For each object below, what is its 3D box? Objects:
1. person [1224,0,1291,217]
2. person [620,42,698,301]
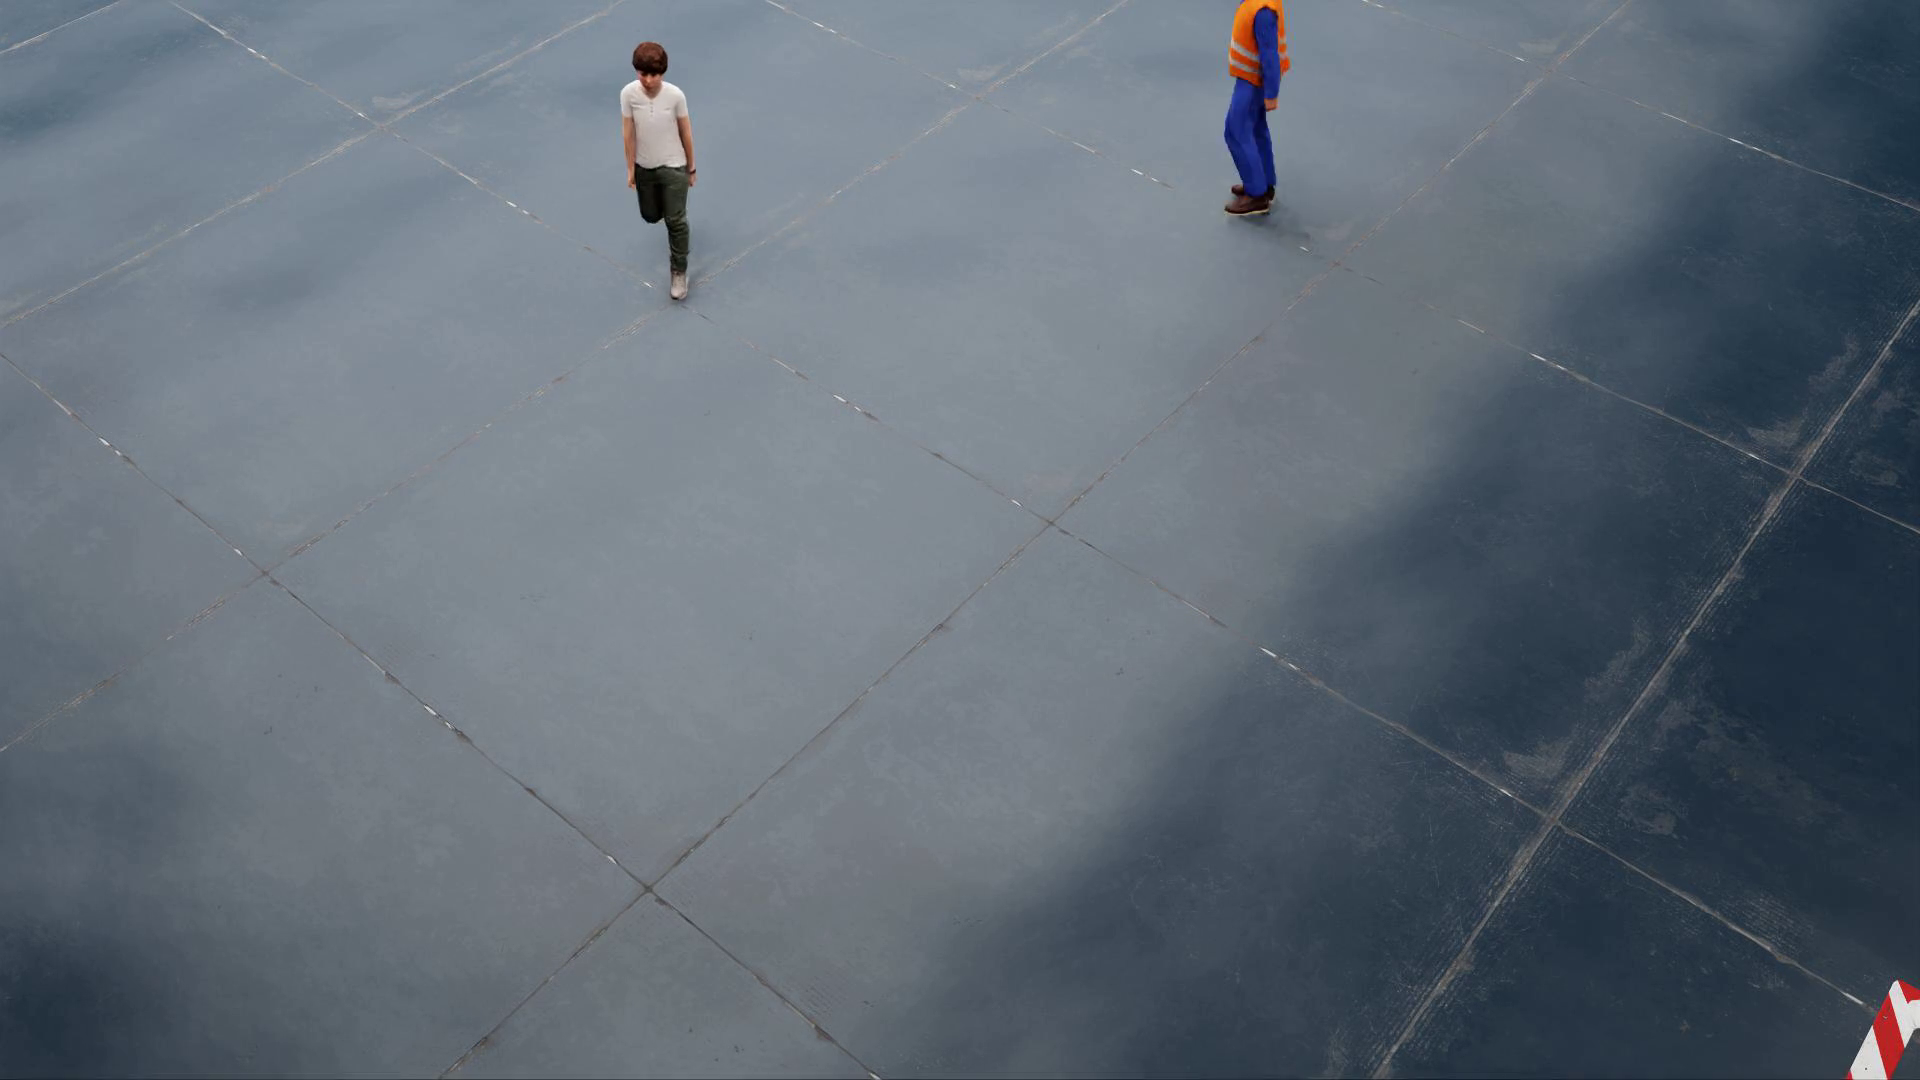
[{"bbox_3d":[1.929,-2.893,10.502,0.862,1.817,0.847,-3,47,-3],"label":"person"},{"bbox_3d":[-1.798,-2.297,10.072,0.970,1.639,0.956,2,47,2],"label":"person"}]
